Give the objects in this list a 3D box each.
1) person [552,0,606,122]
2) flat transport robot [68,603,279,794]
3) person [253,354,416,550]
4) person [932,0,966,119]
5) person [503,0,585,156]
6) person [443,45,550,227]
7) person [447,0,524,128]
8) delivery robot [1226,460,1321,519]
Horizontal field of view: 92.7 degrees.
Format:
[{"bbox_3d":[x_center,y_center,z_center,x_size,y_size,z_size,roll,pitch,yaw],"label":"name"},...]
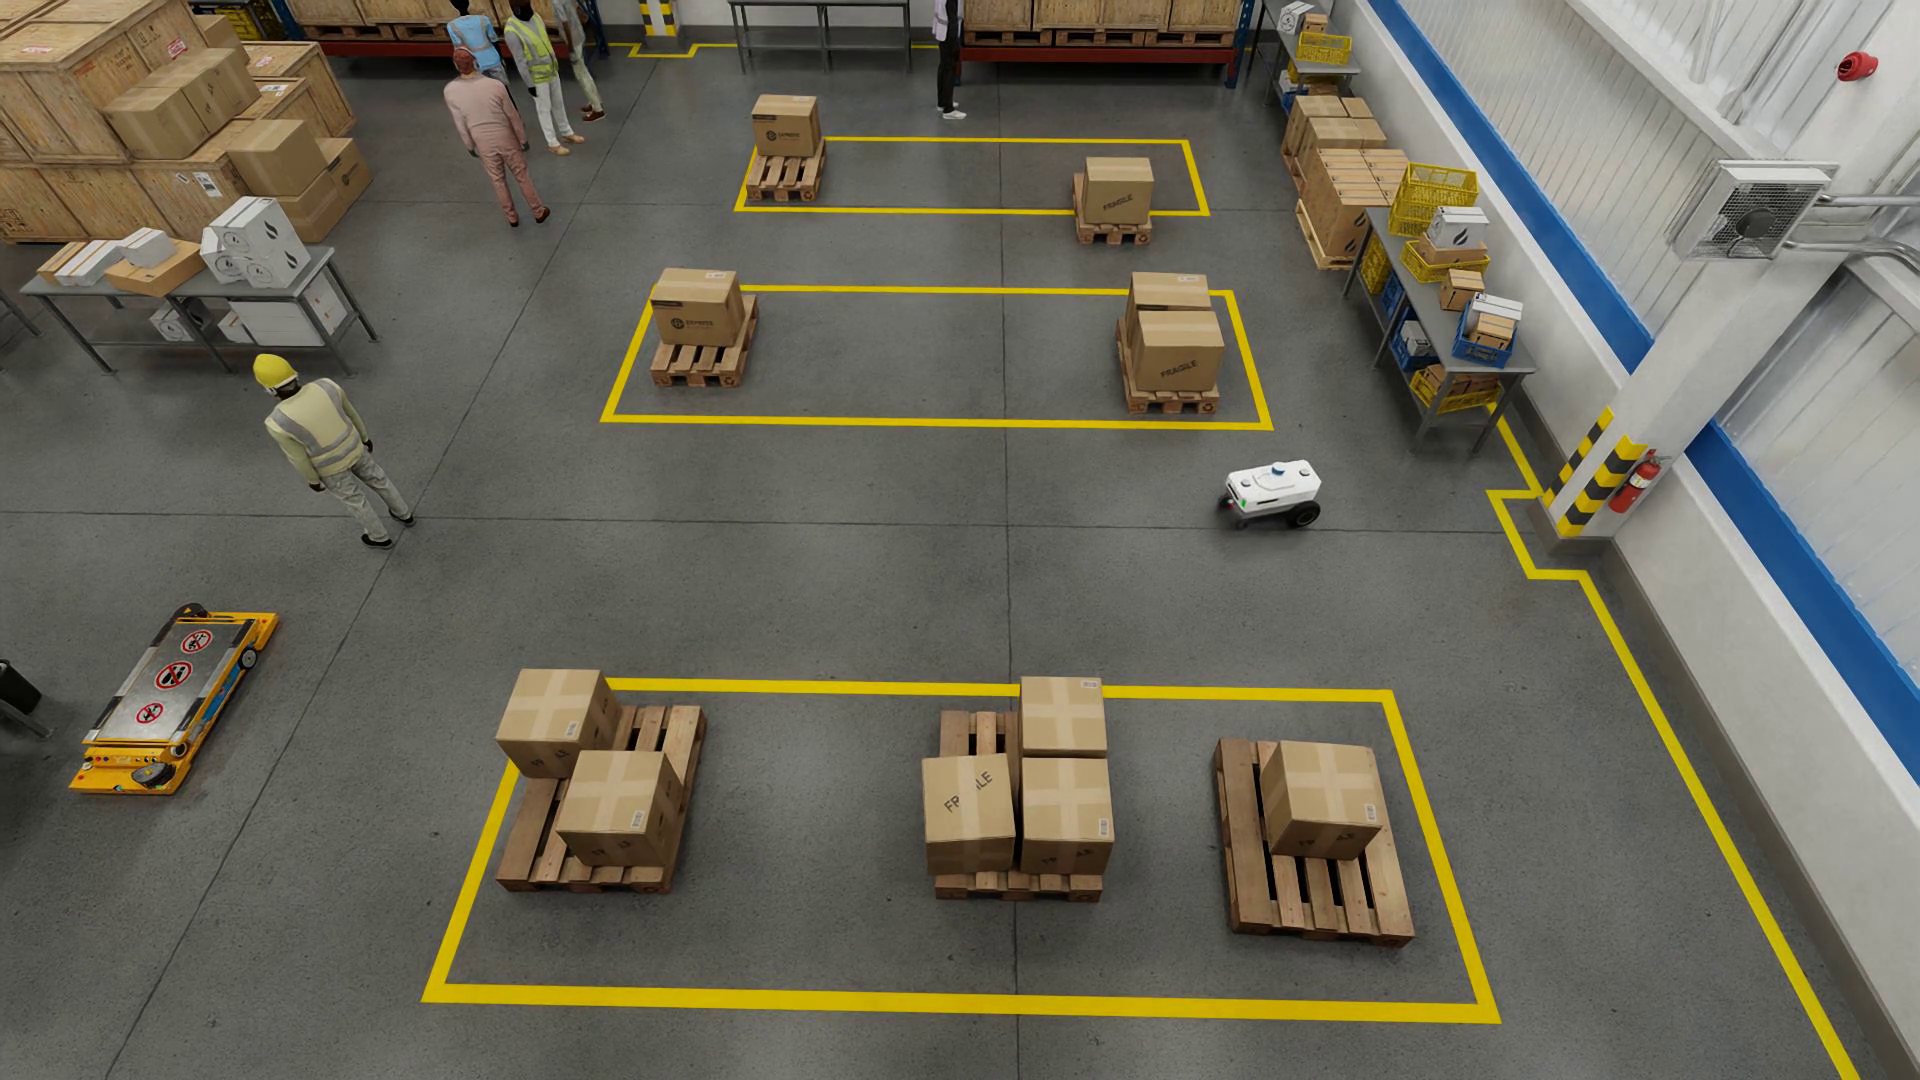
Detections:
[{"bbox_3d":[-4.943,-6.328,11.679,0.363,1.853,0.535,-5,50,-4],"label":"person"},{"bbox_3d":[-5.504,1.072,6.442,0.652,0.197,1.431,1,50,1],"label":"flat transport robot"},{"bbox_3d":[-4.694,-0.645,6.878,0.404,1.833,0.588,17,52,14],"label":"person"},{"bbox_3d":[-0.149,-6.417,11.707,0.379,1.917,0.591,-12,51,-10],"label":"person"},{"bbox_3d":[-5.060,-5.637,11.103,0.429,1.835,0.629,13,51,11],"label":"person"},{"bbox_3d":[-5.047,-4.359,9.974,0.654,1.906,0.406,-10,51,-9],"label":"person"},{"bbox_3d":[-5.947,-5.947,11.453,0.535,1.697,0.318,-26,55,-21],"label":"person"},{"bbox_3d":[2.539,-0.433,7.469,0.707,0.478,0.477,-10,51,-9],"label":"delivery robot"}]
